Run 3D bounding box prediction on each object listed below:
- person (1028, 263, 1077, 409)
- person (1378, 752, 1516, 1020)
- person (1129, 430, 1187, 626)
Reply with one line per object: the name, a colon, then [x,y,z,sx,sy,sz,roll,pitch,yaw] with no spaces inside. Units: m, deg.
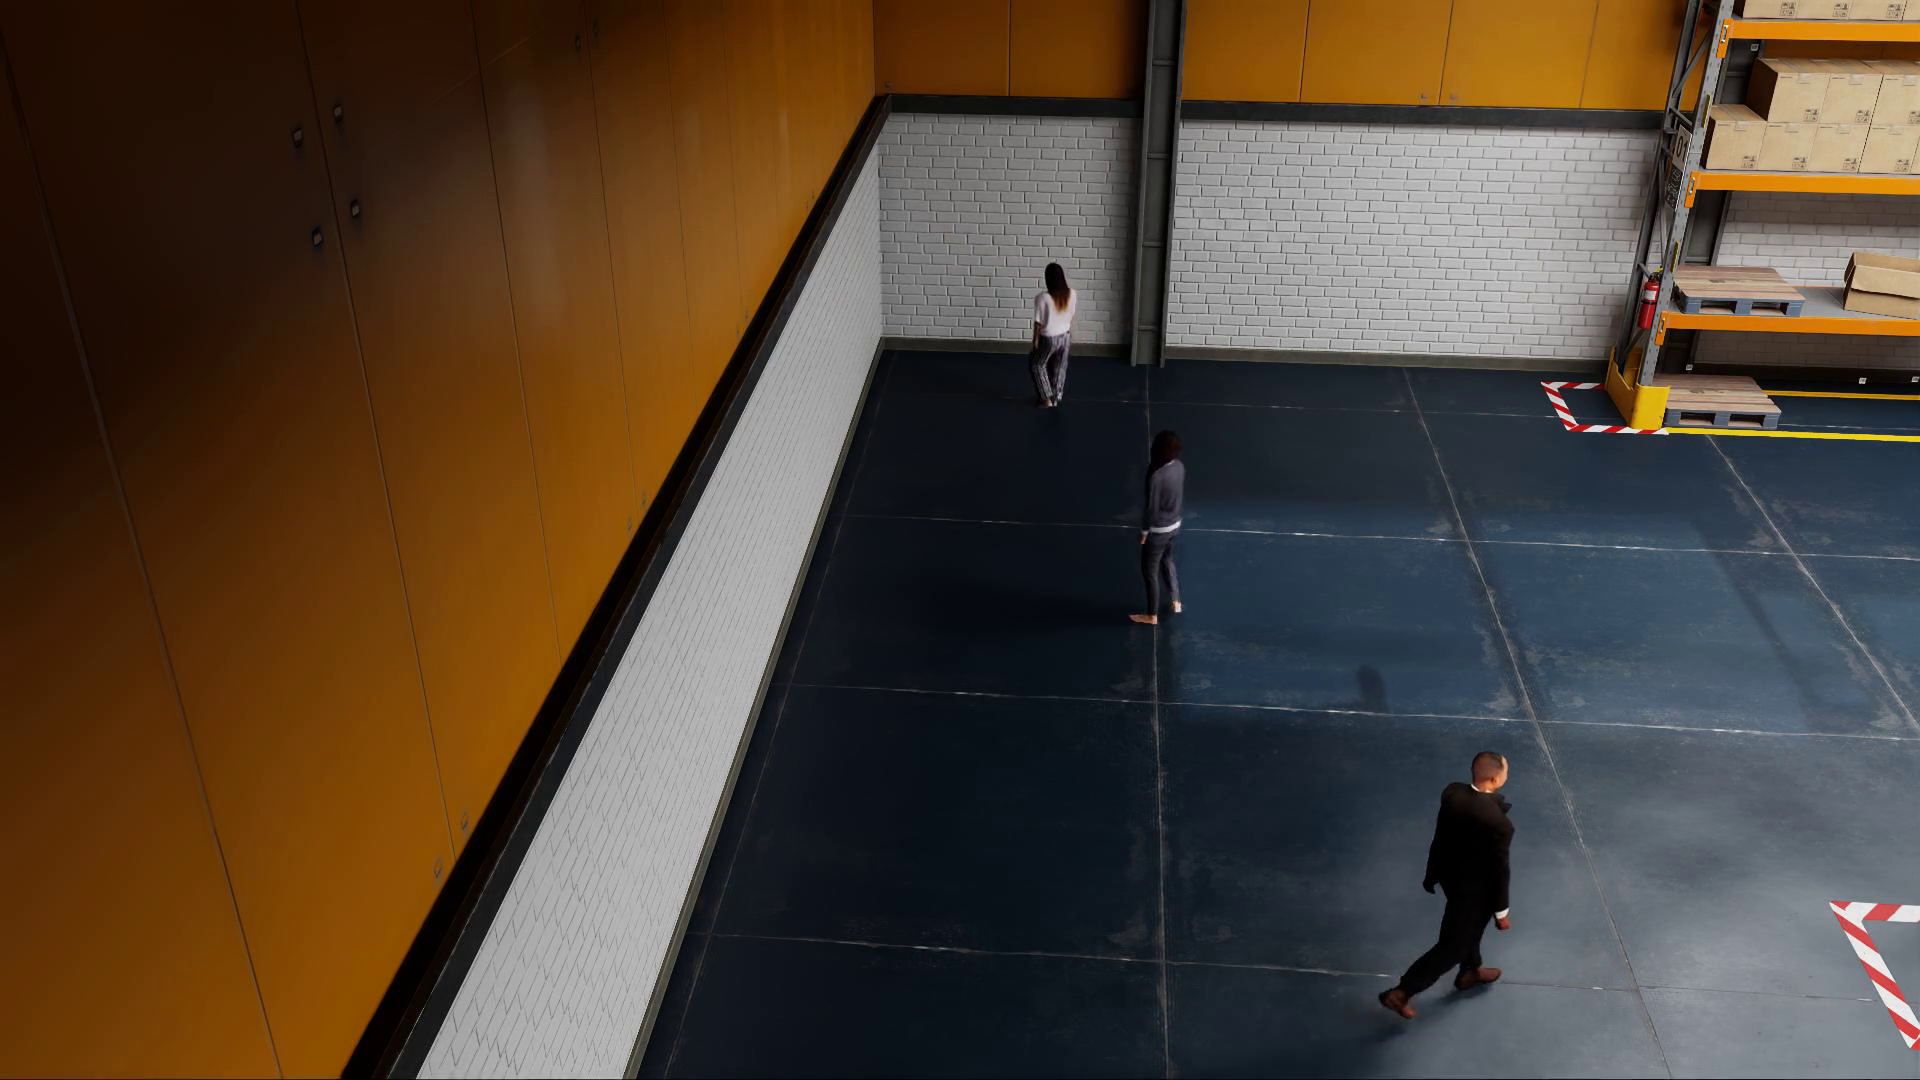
person: [1.040,-2.197,18.120,0.792,1.675,0.882,-12,31,-22]
person: [2.986,2.117,10.006,1.343,1.872,1.079,-11,30,-19]
person: [1.758,-0.107,14.197,0.789,1.763,0.763,16,32,27]
